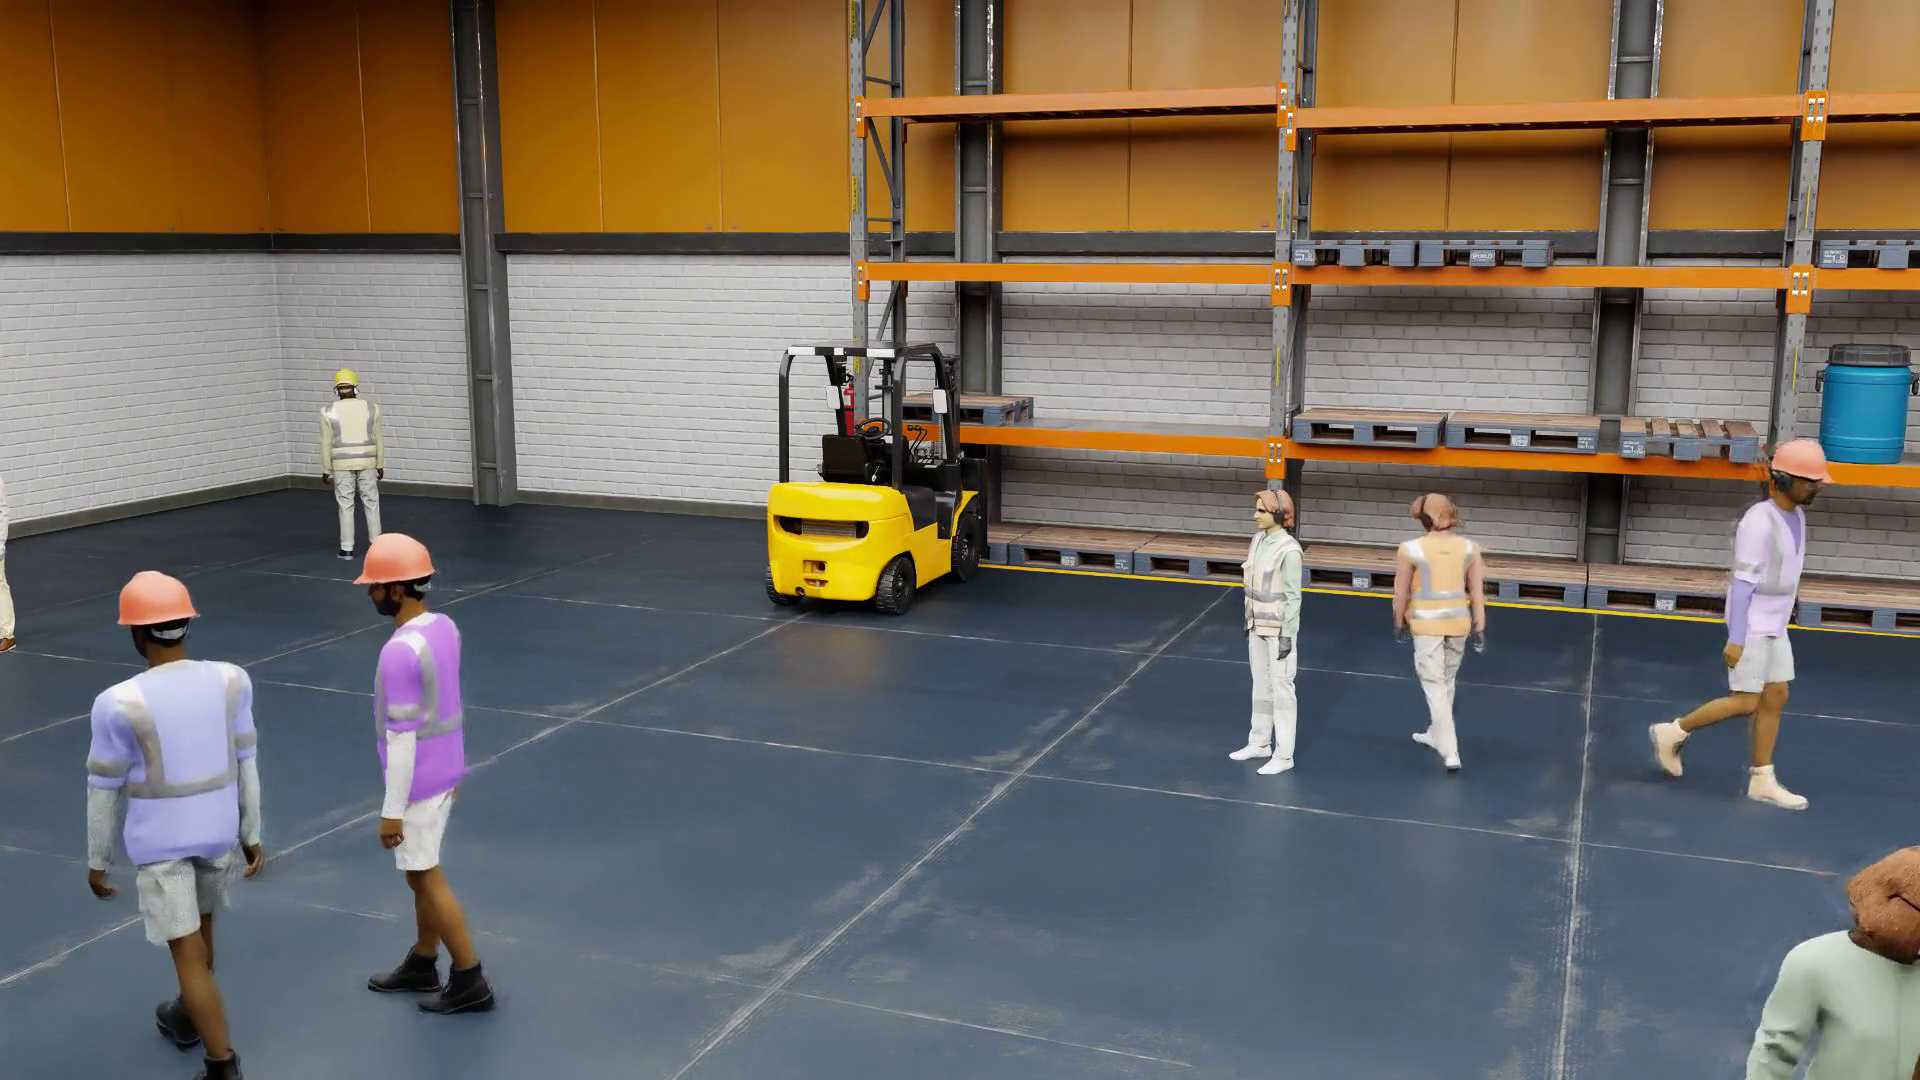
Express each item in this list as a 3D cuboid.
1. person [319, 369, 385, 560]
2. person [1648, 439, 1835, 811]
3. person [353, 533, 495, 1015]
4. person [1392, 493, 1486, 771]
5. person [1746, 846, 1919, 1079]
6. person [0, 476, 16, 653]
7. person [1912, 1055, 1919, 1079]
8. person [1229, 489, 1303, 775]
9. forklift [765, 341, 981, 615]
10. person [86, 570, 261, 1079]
[{"bbox_3d":[-5.821,-0.722,15.946,0.586,1.824,0.404,-6,12,-31],"label":"person"},{"bbox_3d":[4.235,0.432,8.997,0.633,2.015,0.759,-9,14,-41],"label":"person"},{"bbox_3d":[-2.124,0.923,6.520,0.490,1.938,0.557,0,10,1],"label":"person"},{"bbox_3d":[2.790,0.527,9.631,0.511,1.600,0.740,-2,10,-13],"label":"person"},{"bbox_3d":[2.242,1.511,4.113,0.782,1.608,0.322,1,10,5],"label":"person"},{"bbox_3d":[-7.259,0.025,12.309,0.502,1.636,0.280,3,11,16],"label":"person"},{"bbox_3d":[2.370,1.462,3.731,0.867,1.831,0.557,-4,11,-23],"label":"person"},{"bbox_3d":[1.786,0.519,9.546,0.309,1.641,0.515,-4,11,-19],"label":"person"},{"bbox_3d":[-0.739,-0.602,14.246,1.214,2.155,2.313,4,11,21],"label":"forklift"},{"bbox_3d":[-2.820,1.041,5.952,0.894,1.888,0.557,8,13,39],"label":"person"}]
